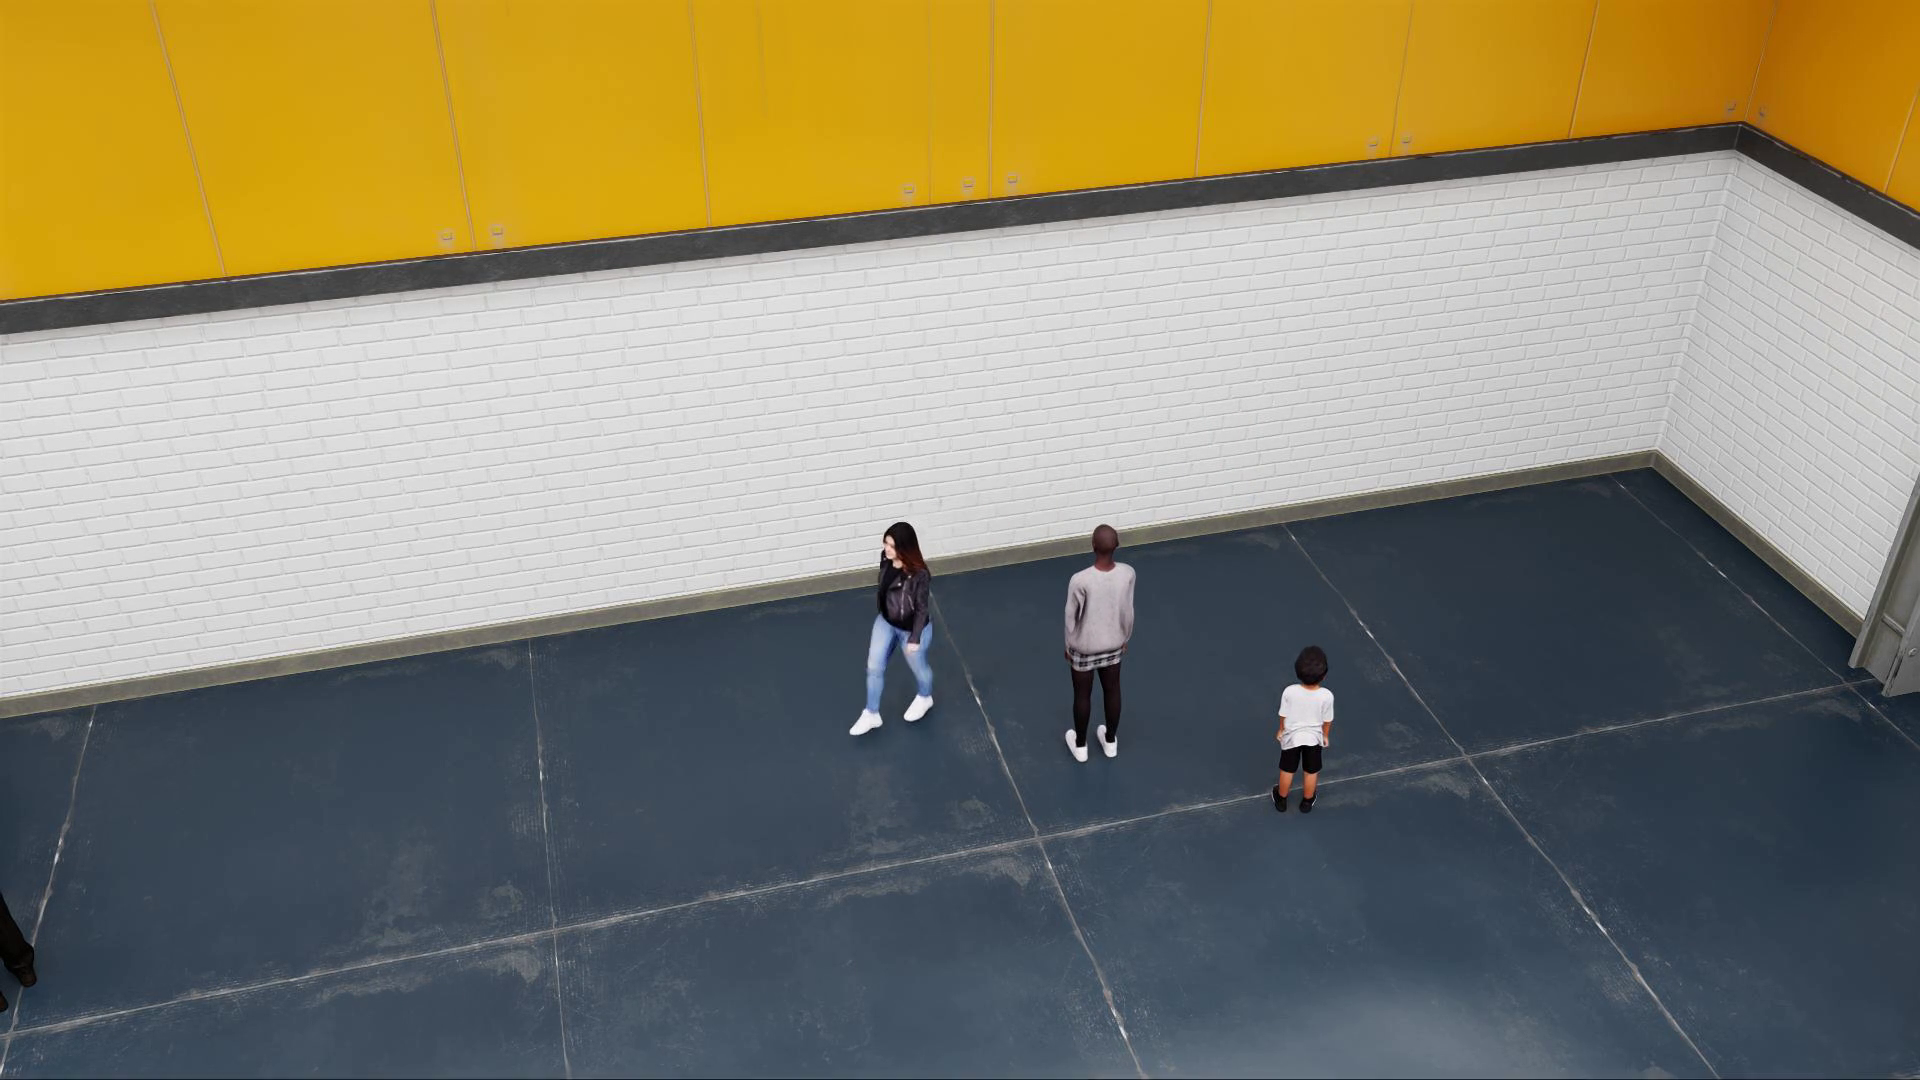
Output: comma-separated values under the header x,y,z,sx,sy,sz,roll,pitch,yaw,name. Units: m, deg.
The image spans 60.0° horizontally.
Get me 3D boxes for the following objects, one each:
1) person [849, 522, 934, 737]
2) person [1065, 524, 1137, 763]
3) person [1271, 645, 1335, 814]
x,y,z,sx,sy,sz,roll,pitch,yaw,name
-0.311,0.544,11.038,0.960,1.611,0.966,26,42,33,person
0.894,0.672,10.703,0.612,1.770,0.535,-10,35,-15,person
2.145,1.192,10.380,0.562,1.261,0.597,5,34,7,person
